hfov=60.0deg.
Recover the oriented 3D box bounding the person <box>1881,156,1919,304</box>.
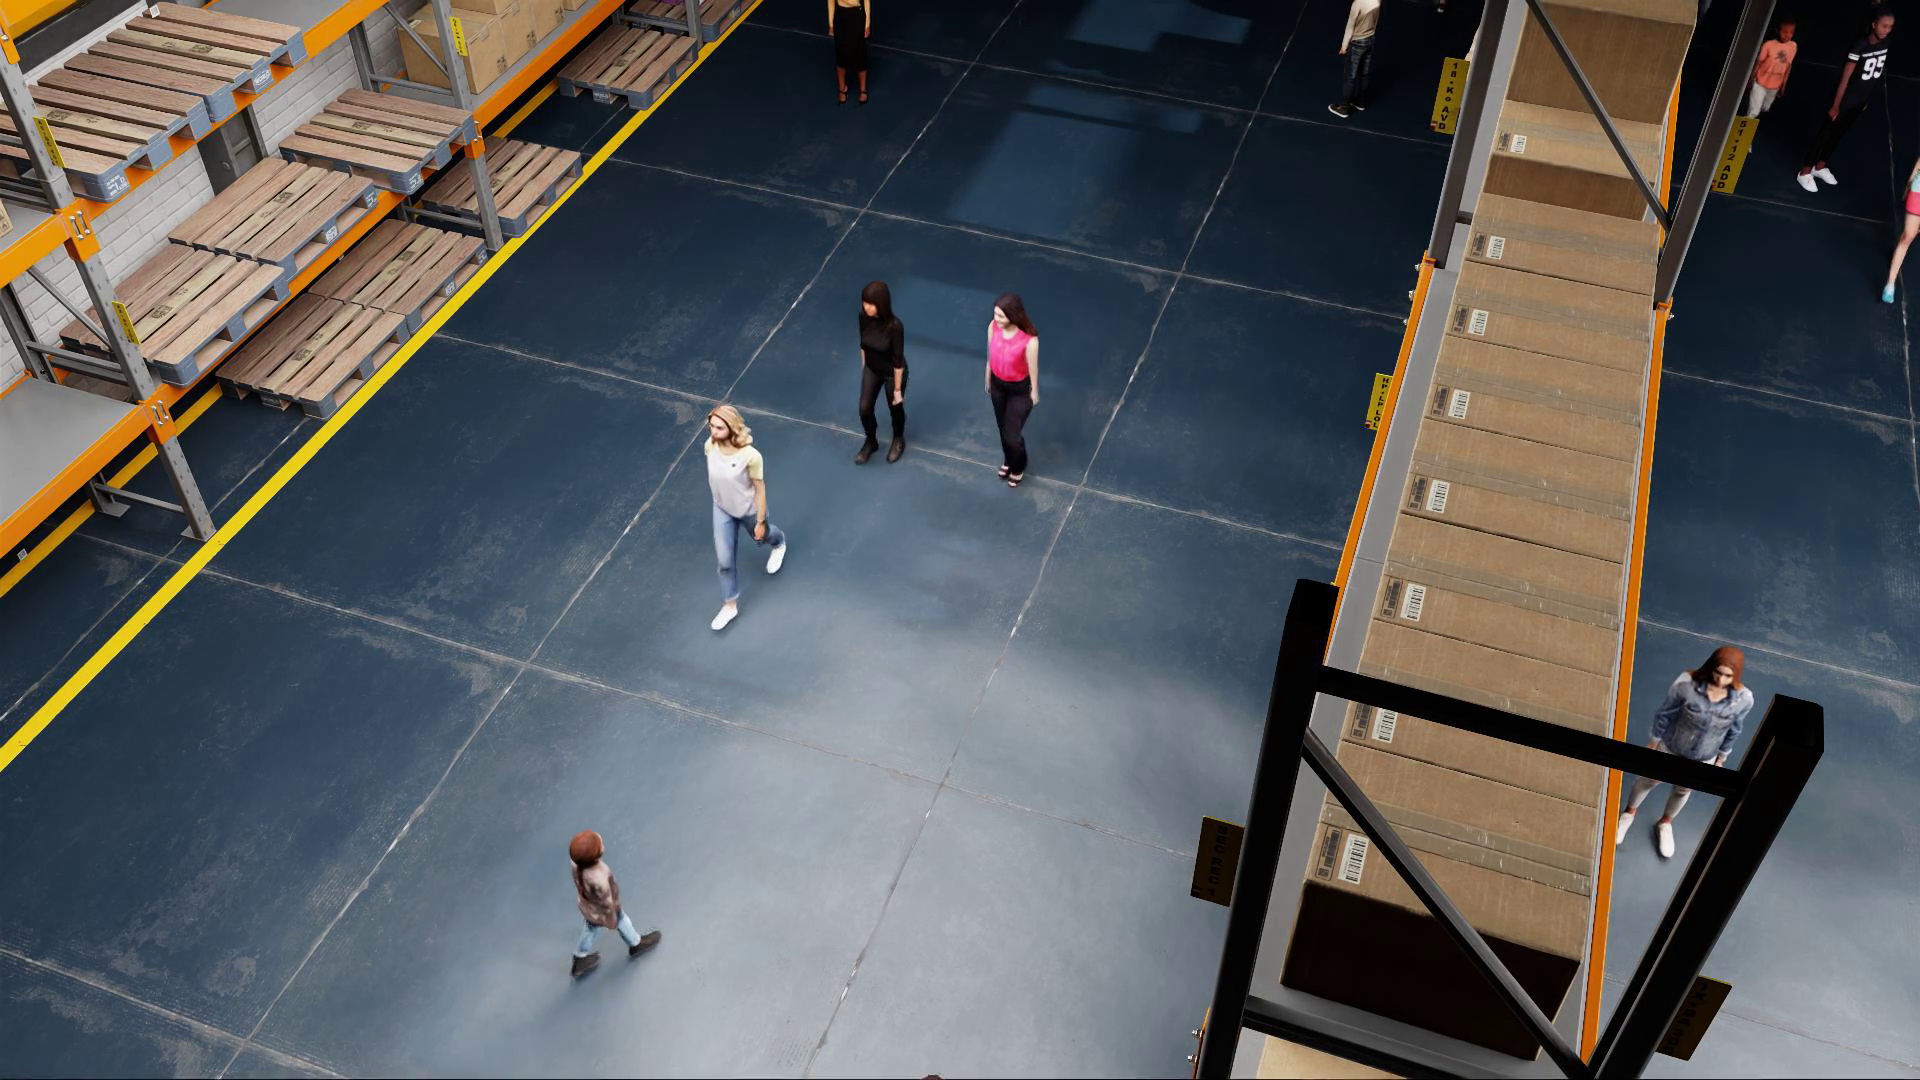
[{"bbox_3d":[8.168,-2.936,13.986,0.560,1.720,1.178,15,46,15],"label":"person"}]

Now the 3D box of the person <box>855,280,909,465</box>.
[{"bbox_3d":[-0.511,-1.286,12.319,0.613,1.629,0.655,19,47,19],"label":"person"}]

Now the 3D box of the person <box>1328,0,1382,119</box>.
[{"bbox_3d":[3.897,-4.830,16.161,0.593,1.461,0.682,-26,50,-25],"label":"person"}]

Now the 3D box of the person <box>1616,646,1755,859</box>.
[{"bbox_3d":[4.220,1.197,9.661,0.608,1.701,0.497,15,45,15],"label":"person"}]

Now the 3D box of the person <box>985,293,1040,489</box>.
[{"bbox_3d":[0.419,-1.130,12.143,0.695,1.648,0.736,28,50,26],"label":"person"}]

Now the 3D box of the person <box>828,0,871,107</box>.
[{"bbox_3d":[-1.070,-5.028,16.230,0.627,1.654,0.622,2,44,2],"label":"person"}]

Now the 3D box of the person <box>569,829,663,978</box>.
[{"bbox_3d":[-2.032,2.019,9.177,0.849,1.179,0.702,-33,53,-30],"label":"person"}]

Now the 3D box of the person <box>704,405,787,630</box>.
[{"bbox_3d":[-1.416,-0.254,11.197,0.676,1.683,1.143,17,46,17],"label":"person"}]

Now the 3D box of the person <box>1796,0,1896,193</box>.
[{"bbox_3d":[8.086,-4.017,15.113,0.686,1.731,0.755,-20,47,-20],"label":"person"}]

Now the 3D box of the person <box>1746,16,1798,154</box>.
[{"bbox_3d":[7.668,-4.391,15.821,0.596,1.294,0.898,5,44,5],"label":"person"}]
